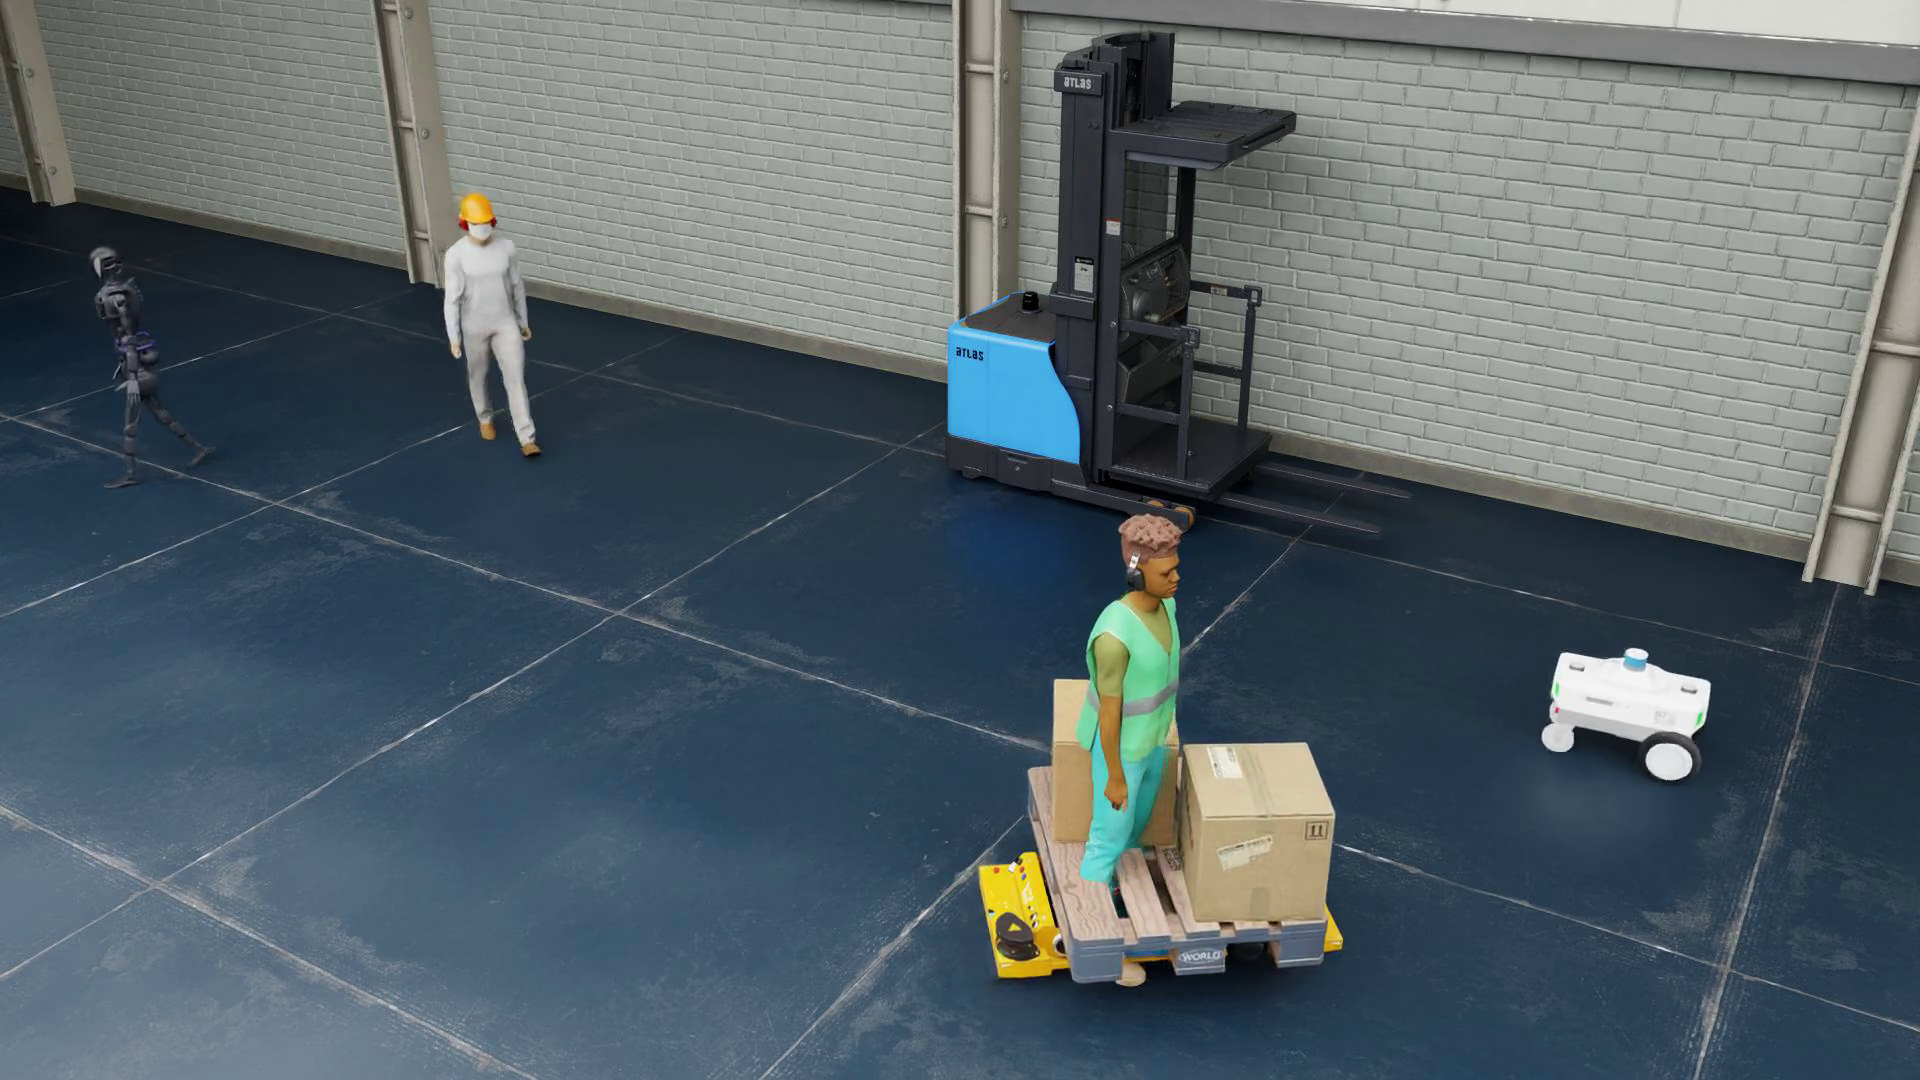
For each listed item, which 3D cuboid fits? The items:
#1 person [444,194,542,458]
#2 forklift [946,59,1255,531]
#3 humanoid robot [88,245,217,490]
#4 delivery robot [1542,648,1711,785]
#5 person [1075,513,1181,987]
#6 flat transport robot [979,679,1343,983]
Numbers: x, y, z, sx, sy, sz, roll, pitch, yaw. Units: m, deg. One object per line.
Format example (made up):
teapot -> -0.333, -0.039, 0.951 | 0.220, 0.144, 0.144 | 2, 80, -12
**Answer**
person -> -3.270, -1.484, 11.568 | 0.608, 1.846, 0.985 | -13, 28, -25
forklift -> 0.933, -1.707, 10.833 | 1.873, 2.768, 1.129 | 15, 29, 28
humanoid robot -> -5.511, -1.180, 11.166 | 0.762, 1.638, 0.590 | -16, 30, -31
delivery robot -> 3.301, 0.826, 8.189 | 0.807, 0.606, 0.499 | 11, 28, 22
person -> 0.673, 0.808, 6.555 | 0.409, 1.978, 0.483 | 15, 29, 29
flat transport robot -> 0.828, 1.522, 7.038 | 1.431, 0.231, 0.659 | -3, 25, -6
